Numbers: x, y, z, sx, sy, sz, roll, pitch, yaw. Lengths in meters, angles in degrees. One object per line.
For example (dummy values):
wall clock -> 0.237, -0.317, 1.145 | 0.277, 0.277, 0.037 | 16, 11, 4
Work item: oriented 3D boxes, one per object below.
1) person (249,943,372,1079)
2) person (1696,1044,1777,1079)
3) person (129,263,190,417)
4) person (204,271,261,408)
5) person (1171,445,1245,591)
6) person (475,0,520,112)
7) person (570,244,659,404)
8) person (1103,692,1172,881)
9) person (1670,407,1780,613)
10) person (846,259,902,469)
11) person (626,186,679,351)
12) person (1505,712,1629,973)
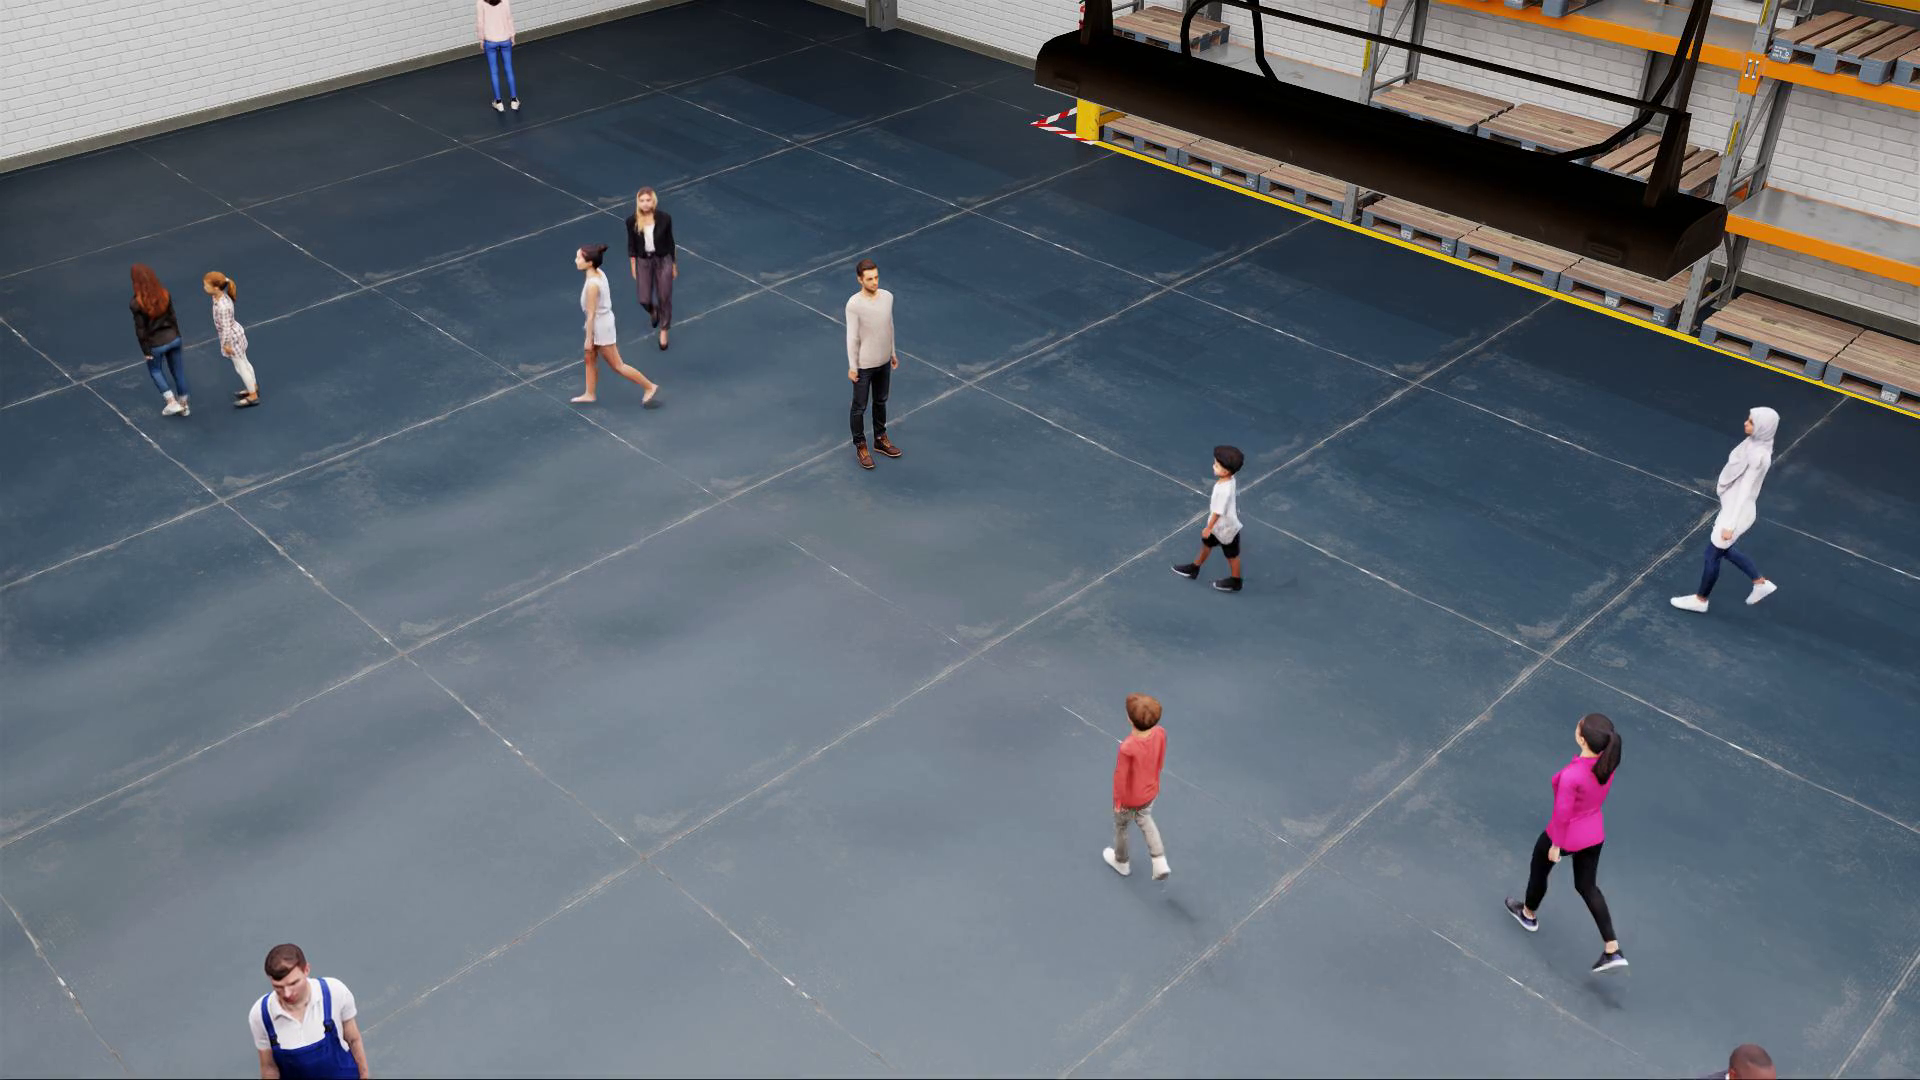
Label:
person -> -3.059, 2.599, 7.977 | 0.707, 1.850, 0.697 | -13, 36, -19
person -> 3.315, 2.886, 7.581 | 0.950, 1.809, 1.068 | -9, 35, -14
person -> -7.104, -1.767, 14.886 | 0.552, 1.472, 0.593 | 23, 40, 30
person -> -6.626, -1.848, 15.156 | 0.648, 1.308, 0.541 | -12, 36, -18
person -> 2.075, -0.140, 12.652 | 0.858, 1.235, 0.753 | 4, 34, 6
person -> -6.065, -6.520, 21.767 | 0.726, 1.771, 0.682 | -12, 35, -17
person -> -3.154, -1.906, 15.005 | 1.059, 1.573, 1.048 | -3, 34, -5
person -> 1.107, 1.523, 9.993 | 0.612, 1.410, 0.785 | -20, 38, -27
person -> 5.784, -0.170, 12.225 | 1.016, 1.759, 0.834 | 12, 35, 17
person -> -0.757, -1.529, 14.172 | 0.671, 1.867, 0.575 | -25, 41, -33
person -> -2.941, -2.651, 16.047 | 0.797, 1.660, 0.868 | -4, 34, -7
person -> 3.548, 1.745, 9.424 | 0.803, 1.671, 1.140 | -16, 37, -22
